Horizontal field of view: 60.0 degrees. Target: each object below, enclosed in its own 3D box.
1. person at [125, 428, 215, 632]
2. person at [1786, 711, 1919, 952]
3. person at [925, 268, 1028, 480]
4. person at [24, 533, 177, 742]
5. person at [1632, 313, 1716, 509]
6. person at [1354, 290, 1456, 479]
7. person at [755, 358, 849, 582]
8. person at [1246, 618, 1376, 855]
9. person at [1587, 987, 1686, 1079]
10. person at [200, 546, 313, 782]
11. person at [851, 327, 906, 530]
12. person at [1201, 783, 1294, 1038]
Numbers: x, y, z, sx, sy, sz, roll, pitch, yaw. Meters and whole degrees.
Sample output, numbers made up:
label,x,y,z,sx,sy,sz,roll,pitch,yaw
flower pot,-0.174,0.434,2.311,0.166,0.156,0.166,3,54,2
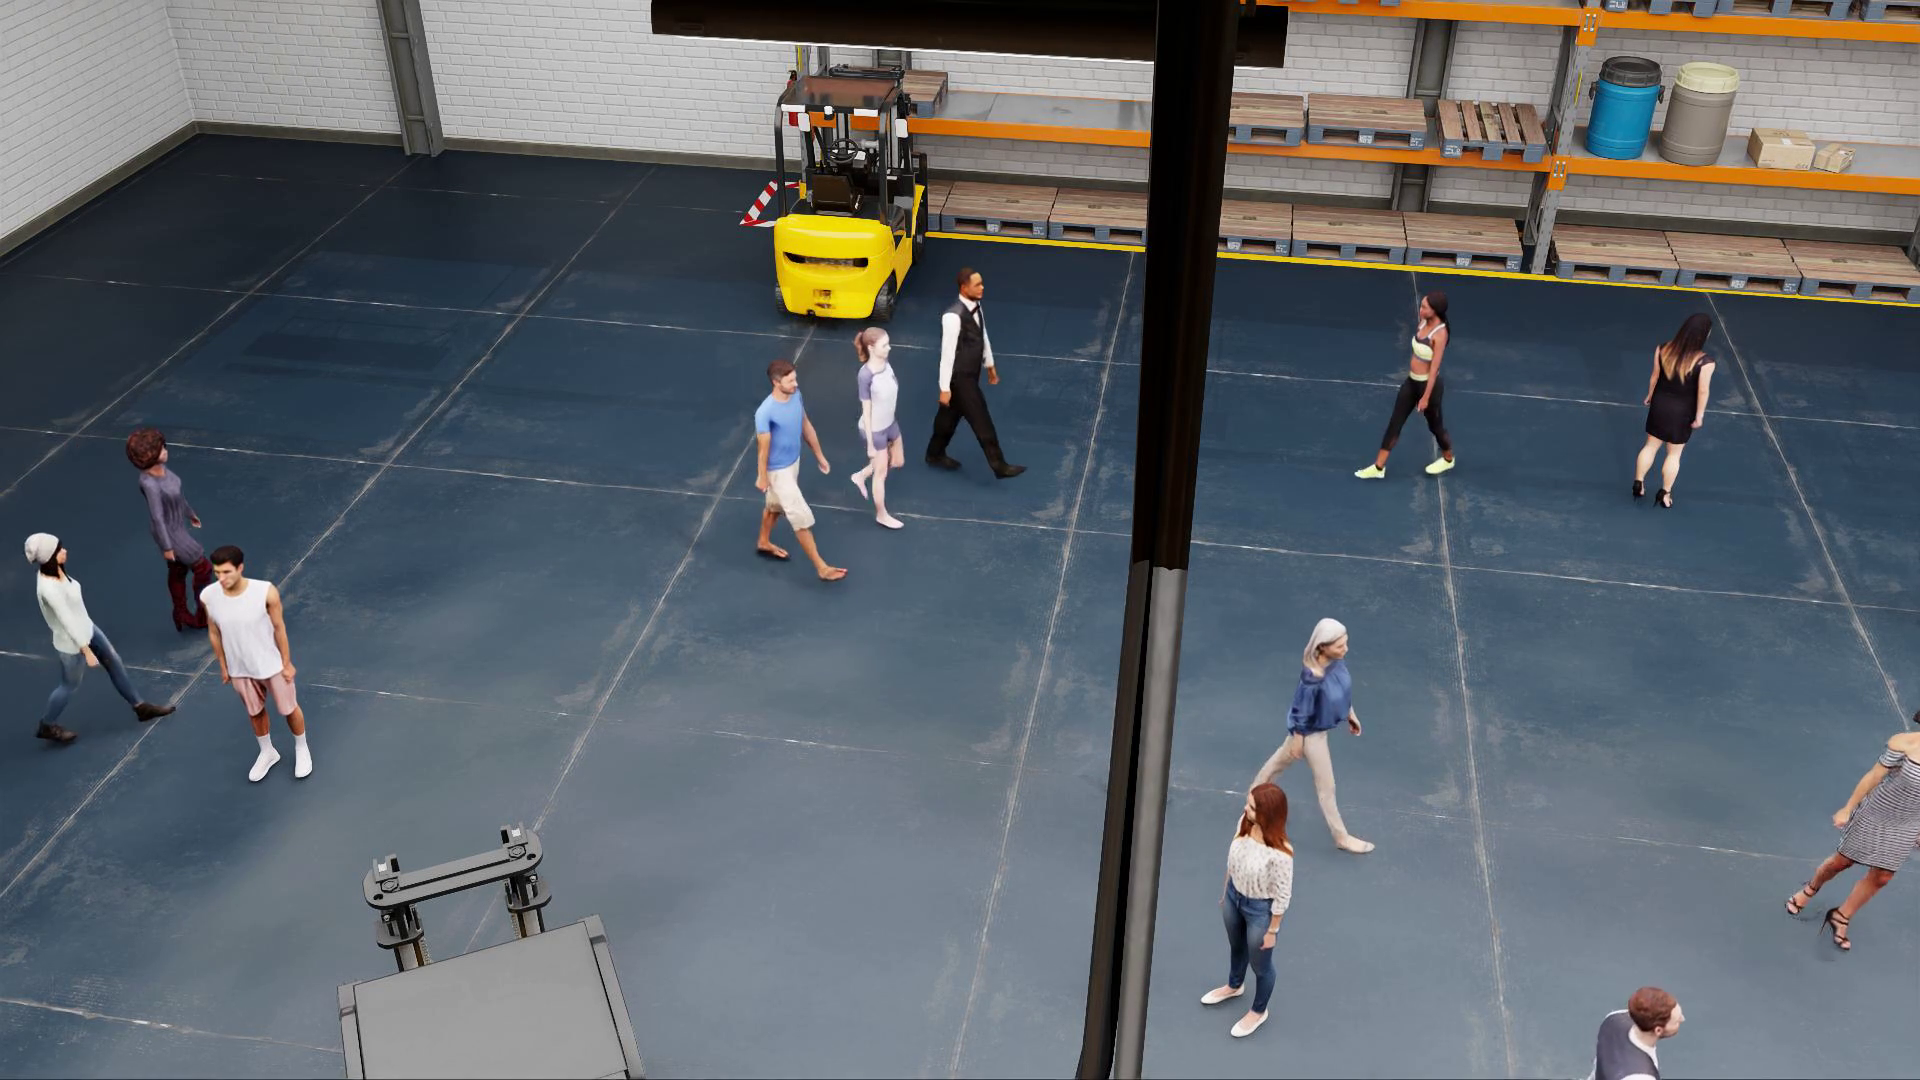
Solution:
label,x,y,z,sx,sy,sz,roll,pitch,yaw
person,-5.770,-0.028,12.001,0.755,1.698,0.709,-11,35,-16
person,5.235,1.595,9.478,0.552,1.788,0.789,14,36,21
person,-0.063,-1.389,13.890,1.258,1.873,0.877,12,36,18
person,-5.945,0.686,11.010,1.174,1.606,0.973,-13,36,-18
person,5.796,-1.051,13.523,0.822,1.716,0.743,-26,42,-34
person,3.942,-1.247,13.828,1.200,1.706,0.894,-7,34,-11
person,-1.435,-0.587,12.732,1.258,1.819,0.865,15,36,21
person,2.094,1.149,10.275,1.195,1.648,0.888,18,38,25
person,2.874,2.741,7.652,1.148,1.900,0.699,7,34,11
person,-4.521,0.770,10.719,0.583,1.788,0.740,-1,34,-2
person,-0.717,-0.912,13.283,0.874,1.752,0.718,17,37,23
person,1.590,1.967,8.973,0.685,1.728,0.649,-17,37,-24
